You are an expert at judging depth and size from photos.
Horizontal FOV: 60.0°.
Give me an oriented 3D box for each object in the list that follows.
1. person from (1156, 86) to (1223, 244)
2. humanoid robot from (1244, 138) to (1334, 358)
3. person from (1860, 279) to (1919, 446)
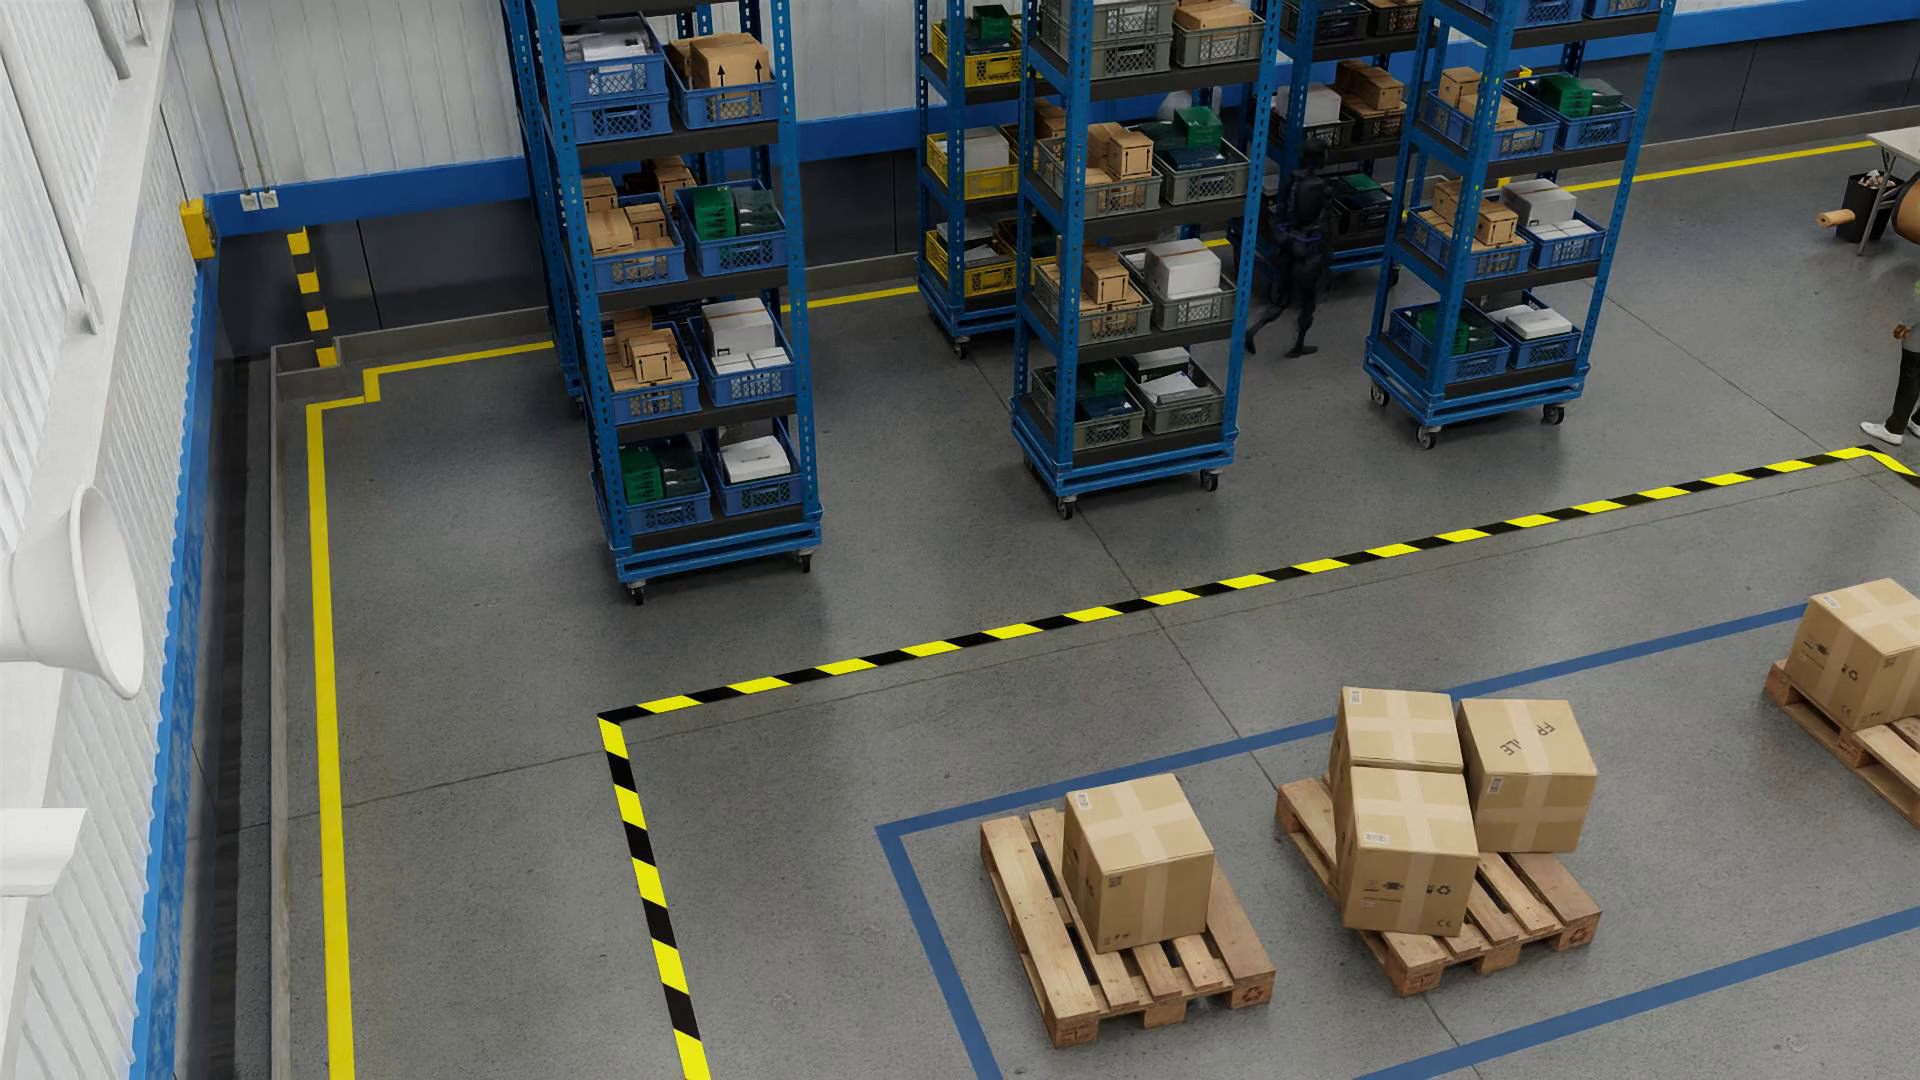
[{"bbox_3d":[1.708,-2.734,12.497,0.631,1.929,0.380,-27,43,-33],"label":"person"},{"bbox_3d":[2.348,-2.017,11.701,0.562,1.632,0.610,-17,38,-22],"label":"humanoid robot"},{"bbox_3d":[6.329,-1.485,10.787,0.594,1.850,0.398,-11,37,-16],"label":"person"}]
